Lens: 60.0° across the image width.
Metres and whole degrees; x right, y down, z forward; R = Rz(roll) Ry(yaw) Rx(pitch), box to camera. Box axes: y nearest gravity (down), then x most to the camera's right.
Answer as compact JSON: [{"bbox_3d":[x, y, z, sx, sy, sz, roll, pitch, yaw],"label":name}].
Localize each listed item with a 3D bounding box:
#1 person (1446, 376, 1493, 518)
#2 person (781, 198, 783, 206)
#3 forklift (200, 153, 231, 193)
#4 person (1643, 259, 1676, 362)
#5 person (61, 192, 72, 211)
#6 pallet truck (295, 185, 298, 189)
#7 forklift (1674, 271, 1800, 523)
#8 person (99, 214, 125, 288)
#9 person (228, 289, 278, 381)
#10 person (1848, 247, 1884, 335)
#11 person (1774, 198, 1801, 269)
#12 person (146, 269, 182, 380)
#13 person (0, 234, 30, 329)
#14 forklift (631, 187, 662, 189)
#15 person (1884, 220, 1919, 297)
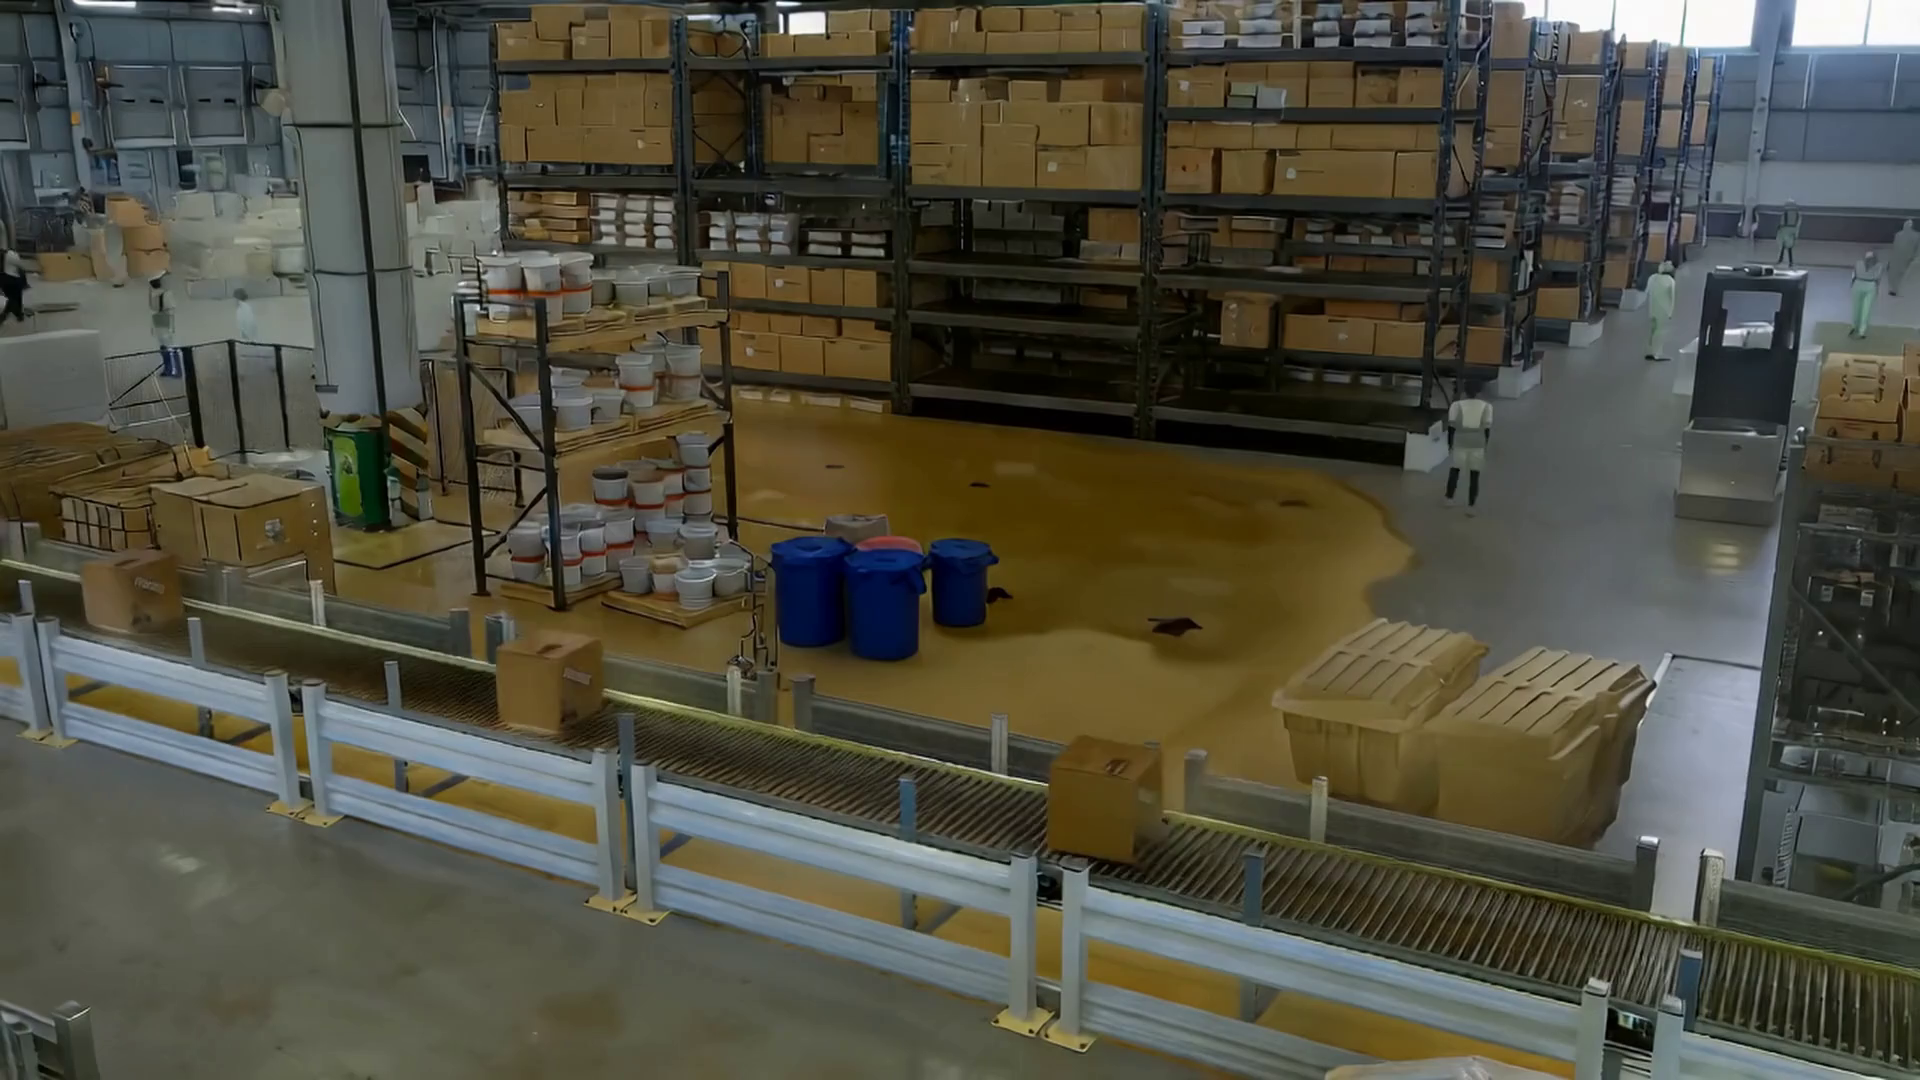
[{"bbox_3d":[6.004,-1.104,19.625,0.530,1.652,0.837,2,15,8],"label":"person"},{"bbox_3d":[-5.884,-10.486,54.905,0.526,1.629,0.495,4,15,15],"label":"person"},{"bbox_3d":[-27.436,-12.866,61.465,1.873,2.768,1.129,8,17,28],"label":"forklift"},{"bbox_3d":[13.129,-4.296,31.139,0.399,1.900,0.647,-6,16,-21],"label":"person"},{"bbox_3d":[-31.169,-11.306,57.946,0.846,1.665,0.539,-3,15,-10],"label":"person"},{"bbox_3d":[-26.804,-14.617,69.738,1.885,1.965,0.823,-14,20,-42],"label":"pallet truck"},{"bbox_3d":[9.269,-1.763,19.726,1.129,2.768,1.873,8,17,27],"label":"forklift"},{"bbox_3d":[-21.957,-7.464,42.995,0.632,1.918,0.446,9,18,31],"label":"person"},{"bbox_3d":[-12.389,-3.593,29.052,0.823,1.605,0.523,-9,17,-30],"label":"person"},{"bbox_3d":[18.923,-5.220,34.765,0.579,1.819,0.790,10,18,33],"label":"person"},{"bbox_3d":[23.610,-8.720,47.504,0.605,2.033,0.391,1,15,5],"label":"person"},{"bbox_3d":[-13.958,-3.772,29.088,0.552,1.935,0.373,8,17,27],"label":"person"},{"bbox_3d":[-20.322,-5.520,35.459,0.688,2.000,0.869,6,16,22],"label":"person"},{"bbox_3d":[-9.051,-9.350,48.249,1.129,2.768,1.873,-6,16,-21],"label":"forklift"},{"bbox_3d":[23.411,-7.004,41.359,0.679,1.873,0.532,0,15,0],"label":"person"}]
